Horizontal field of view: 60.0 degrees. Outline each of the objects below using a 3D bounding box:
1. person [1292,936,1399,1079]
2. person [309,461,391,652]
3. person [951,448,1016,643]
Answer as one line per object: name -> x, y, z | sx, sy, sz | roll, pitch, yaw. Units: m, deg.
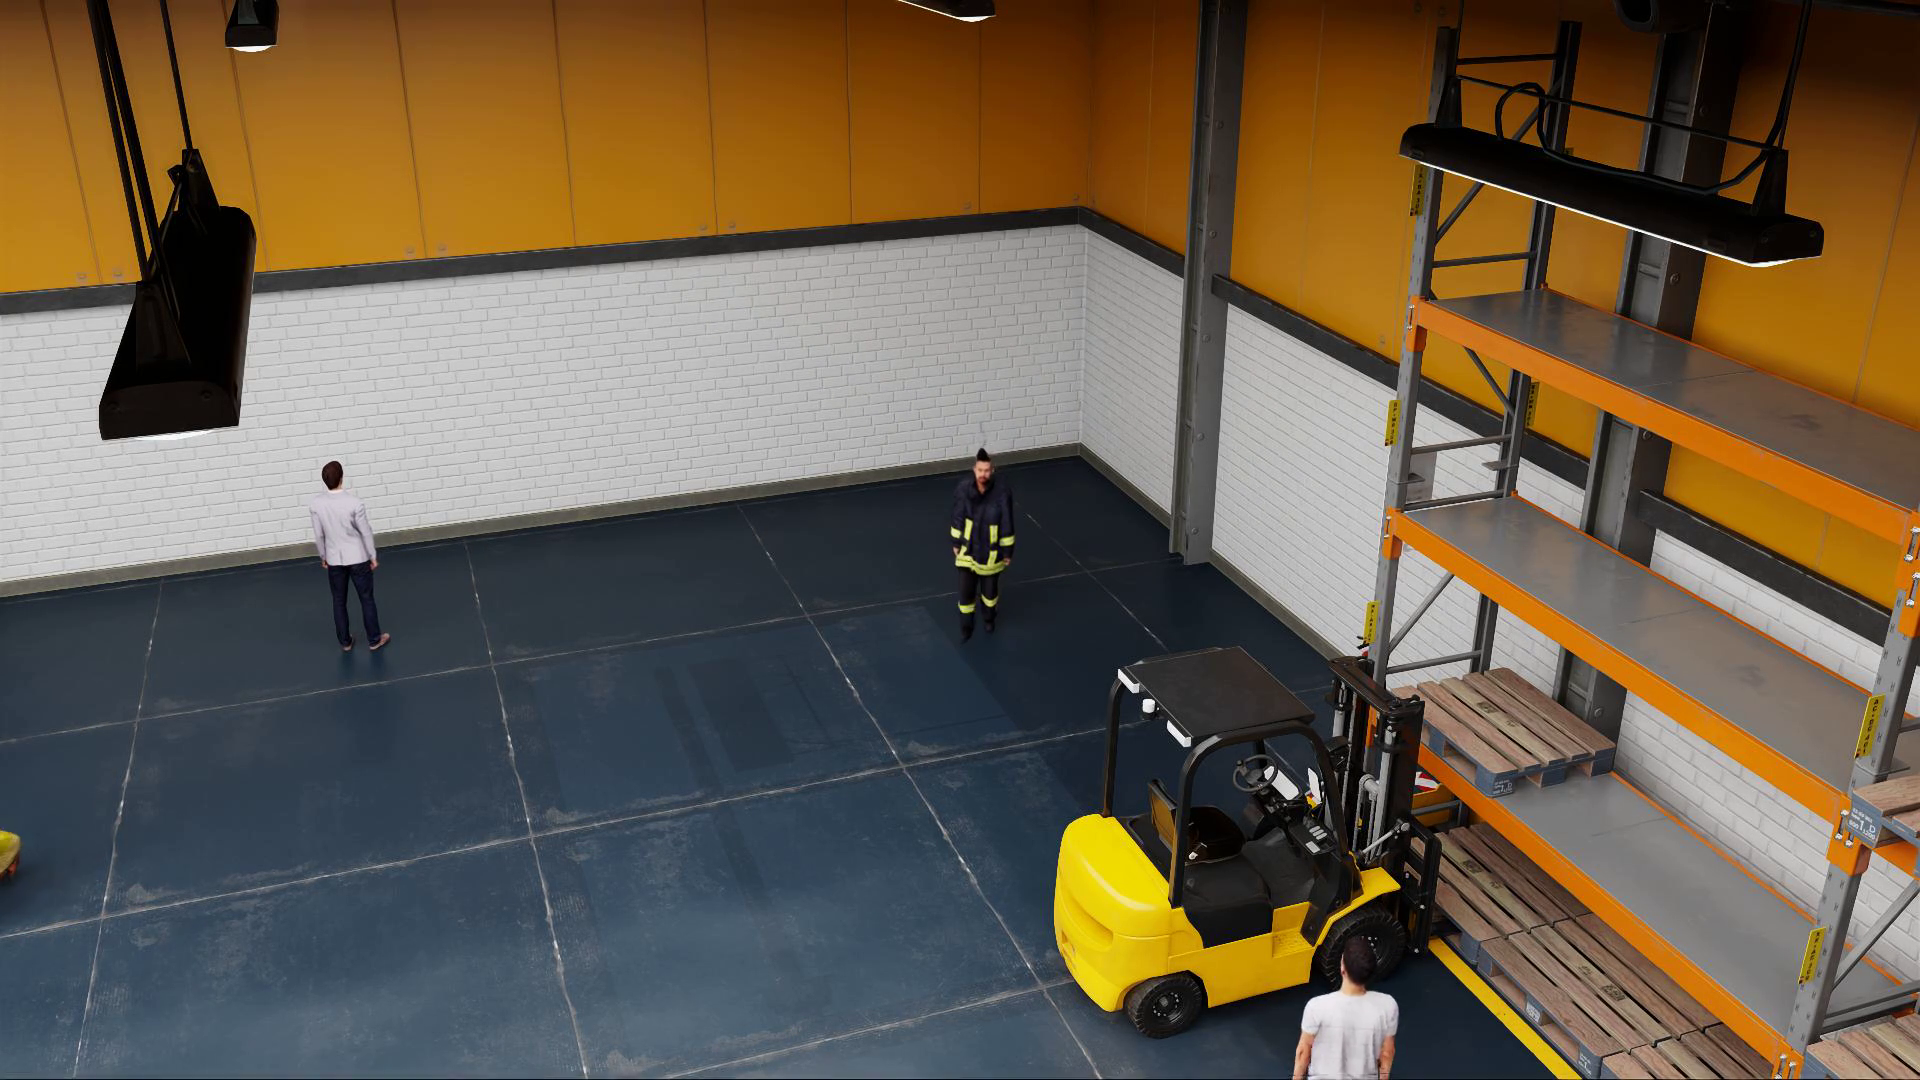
person -> 2.056, 2.982, 8.881 | 0.853, 1.830, 1.180 | -3, 24, -6
person -> -5.652, 0.151, 15.326 | 0.746, 1.853, 0.697 | -1, 24, -1
person -> 0.219, -0.005, 15.696 | 0.947, 1.844, 0.990 | 3, 24, 7
